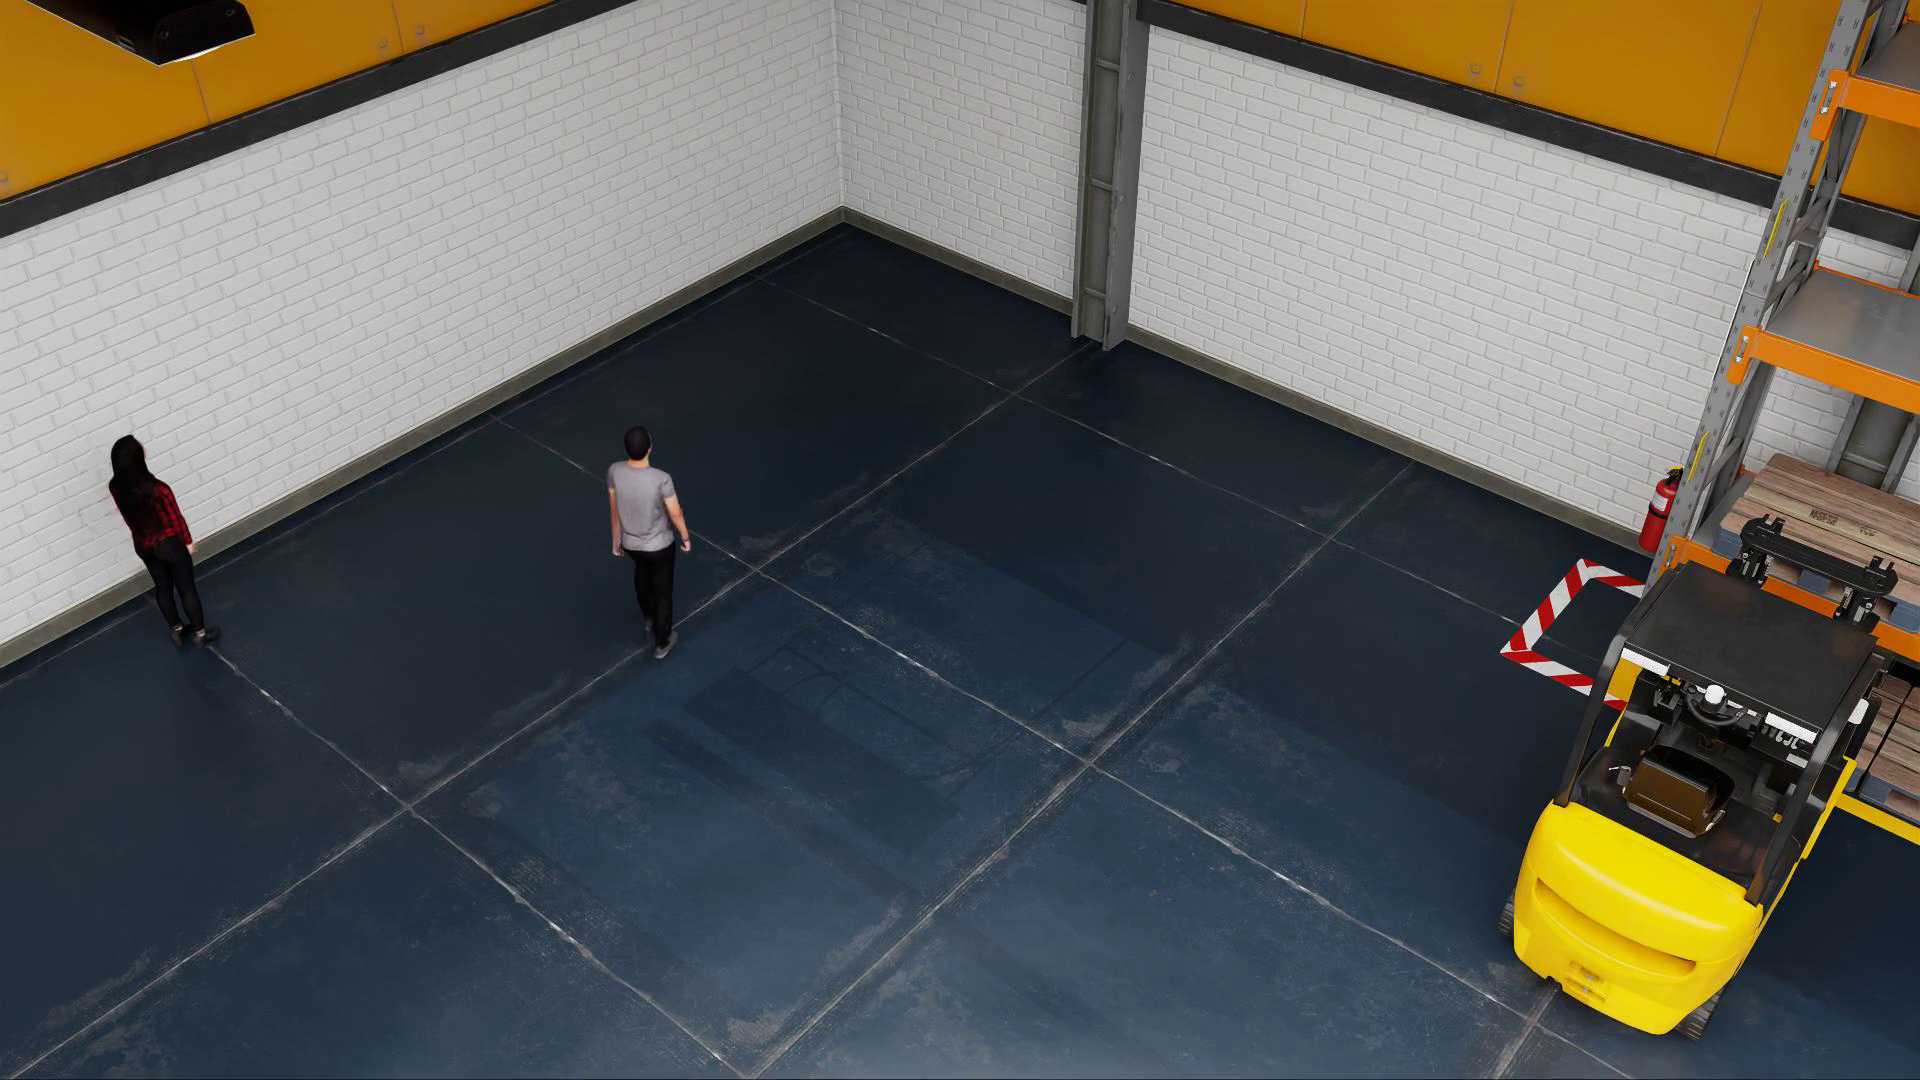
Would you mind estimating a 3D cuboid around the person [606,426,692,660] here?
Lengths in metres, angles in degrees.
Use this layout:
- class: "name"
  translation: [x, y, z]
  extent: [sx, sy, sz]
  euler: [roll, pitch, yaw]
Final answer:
- class: "person"
  translation: [-2.073, 0.056, 10.861]
  extent: [0.783, 1.736, 0.848]
  euler: [10, 40, 12]

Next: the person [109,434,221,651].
- class: "person"
  translation: [-5.270, 0.039, 10.950]
  extent: [0.617, 1.651, 0.719]
  euler: [5, 39, 6]
